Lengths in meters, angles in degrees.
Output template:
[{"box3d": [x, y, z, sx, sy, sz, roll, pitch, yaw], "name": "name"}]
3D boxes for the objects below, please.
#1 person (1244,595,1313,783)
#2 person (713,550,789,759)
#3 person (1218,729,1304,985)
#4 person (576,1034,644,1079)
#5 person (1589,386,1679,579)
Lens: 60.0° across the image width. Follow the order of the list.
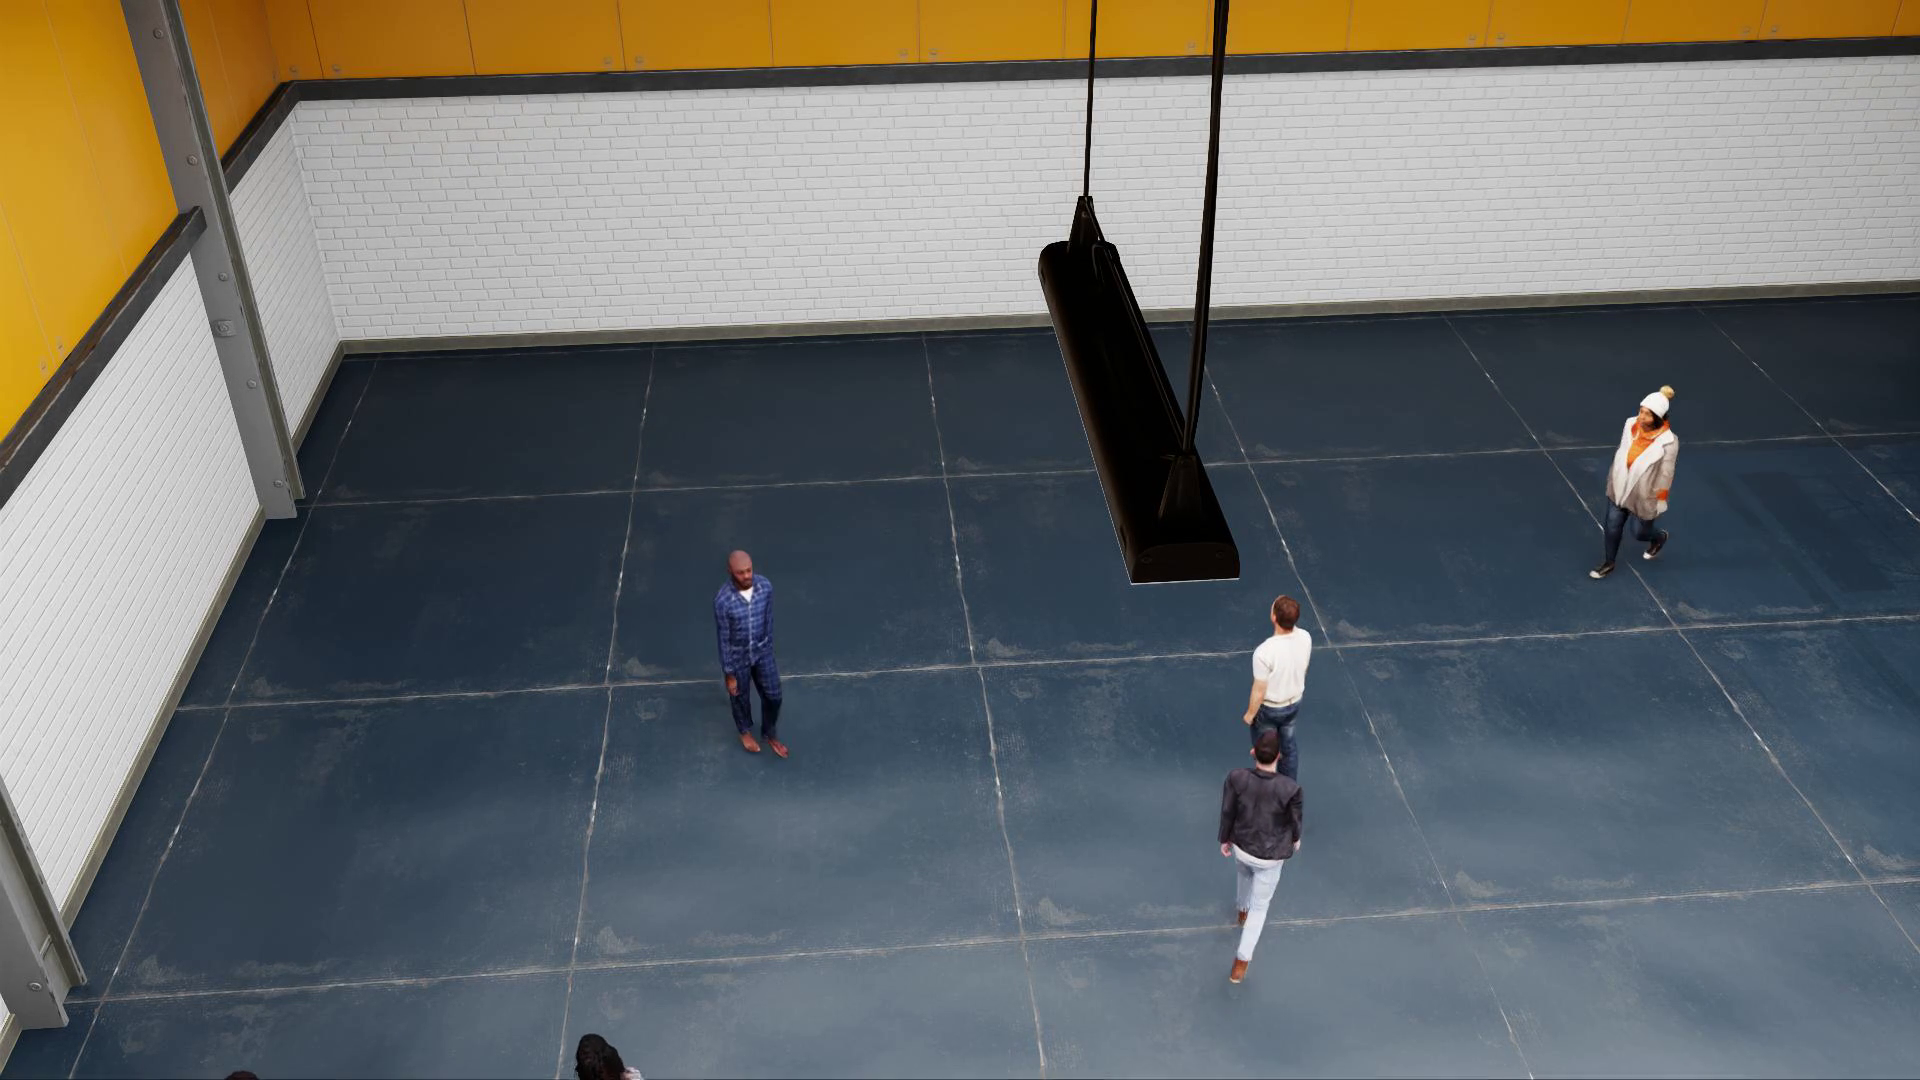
[{"box3d": [2.252, 1.186, 11.789, 0.742, 1.854, 0.720, -18, 38, -25], "name": "person"}, {"box3d": [-1.637, 0.811, 12.400, 0.810, 1.803, 0.869, -18, 38, -25], "name": "person"}, {"box3d": [1.886, 2.022, 10.569, 1.031, 1.813, 1.221, 16, 37, 22], "name": "person"}, {"box3d": [-1.821, 3.274, 8.766, 0.706, 1.724, 0.725, -22, 39, -29], "name": "person"}, {"box3d": [5.899, -0.501, 14.317, 1.038, 1.865, 1.055, -20, 39, -28], "name": "person"}]
